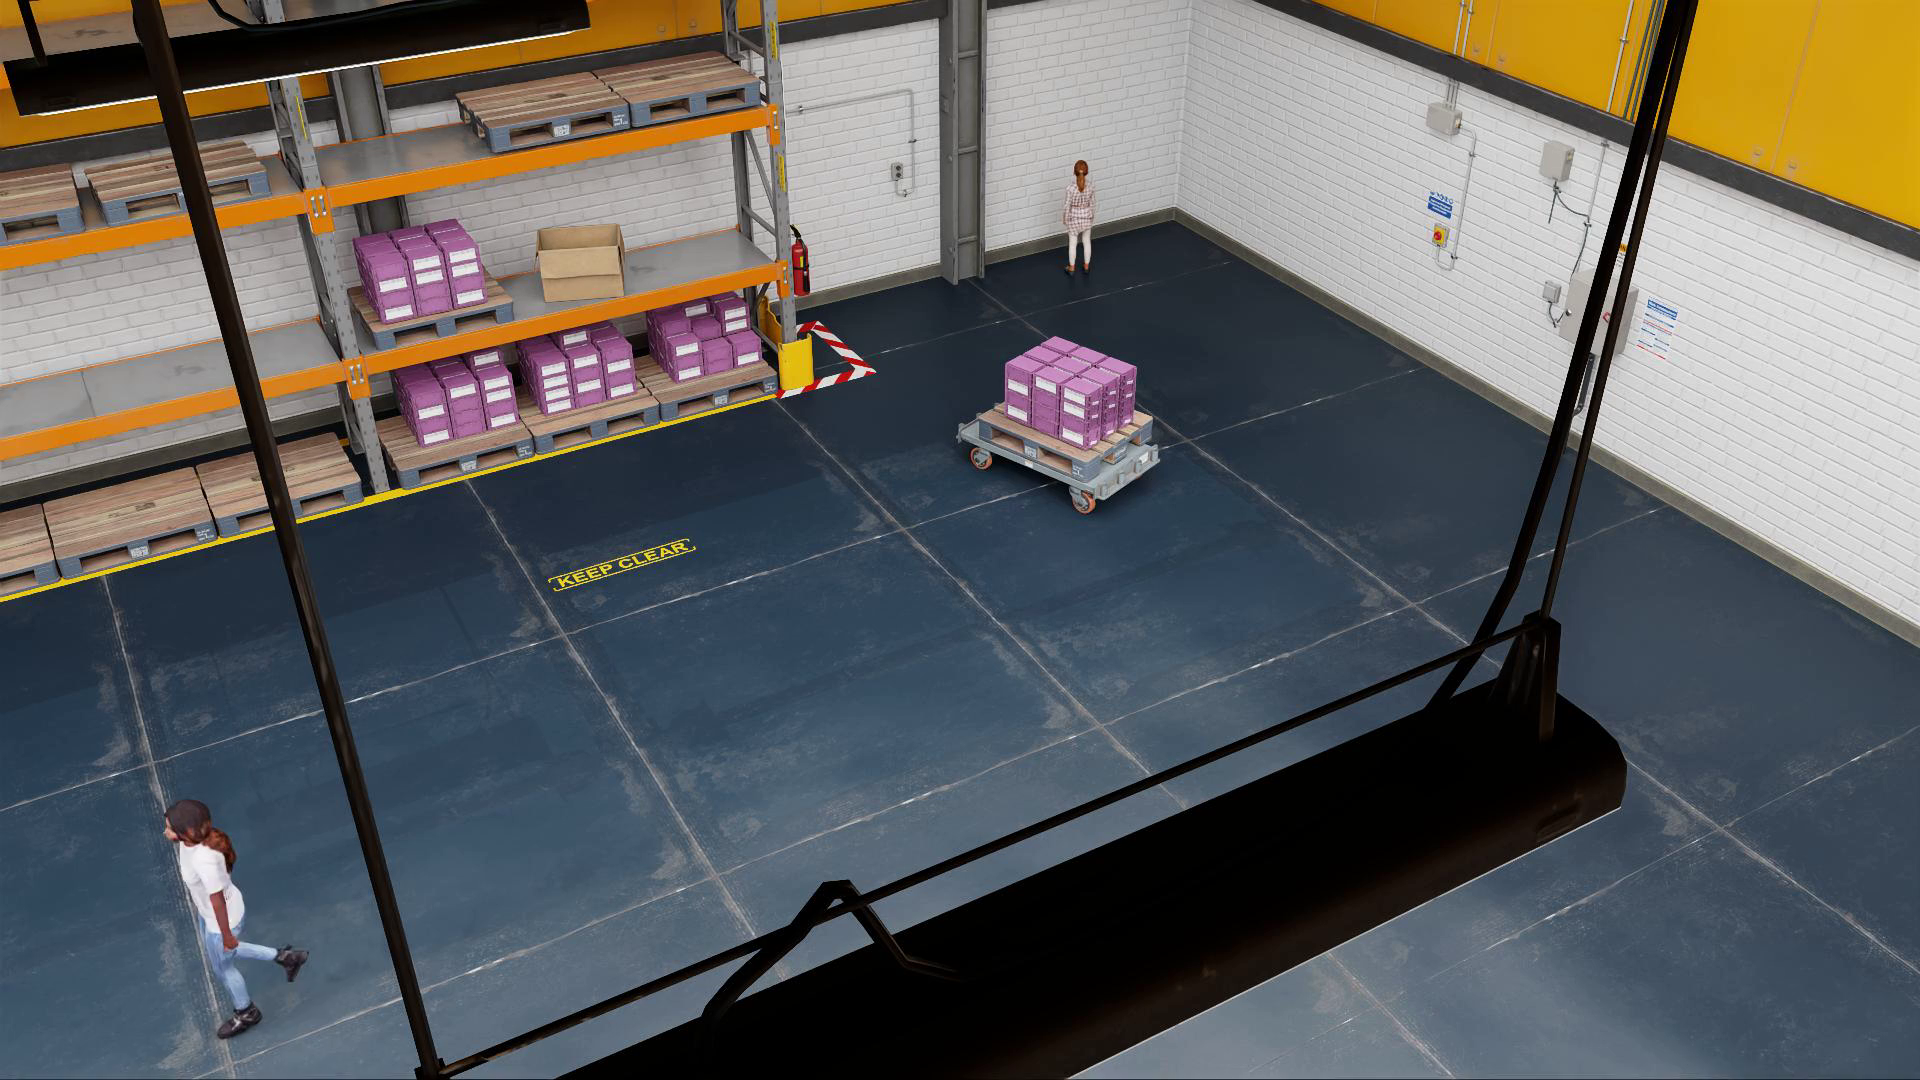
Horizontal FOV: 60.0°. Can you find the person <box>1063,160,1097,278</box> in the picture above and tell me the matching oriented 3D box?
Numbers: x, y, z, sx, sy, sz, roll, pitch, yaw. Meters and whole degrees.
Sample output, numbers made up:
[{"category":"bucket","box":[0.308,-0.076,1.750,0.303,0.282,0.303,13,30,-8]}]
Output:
[{"category":"person","box":[1.308,-3.521,18.148,0.546,1.312,0.651,-7,34,-10]}]

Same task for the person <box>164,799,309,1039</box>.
[{"category":"person","box":[-4.090,2.078,9.364,0.819,1.712,0.608,-19,38,-27]}]
